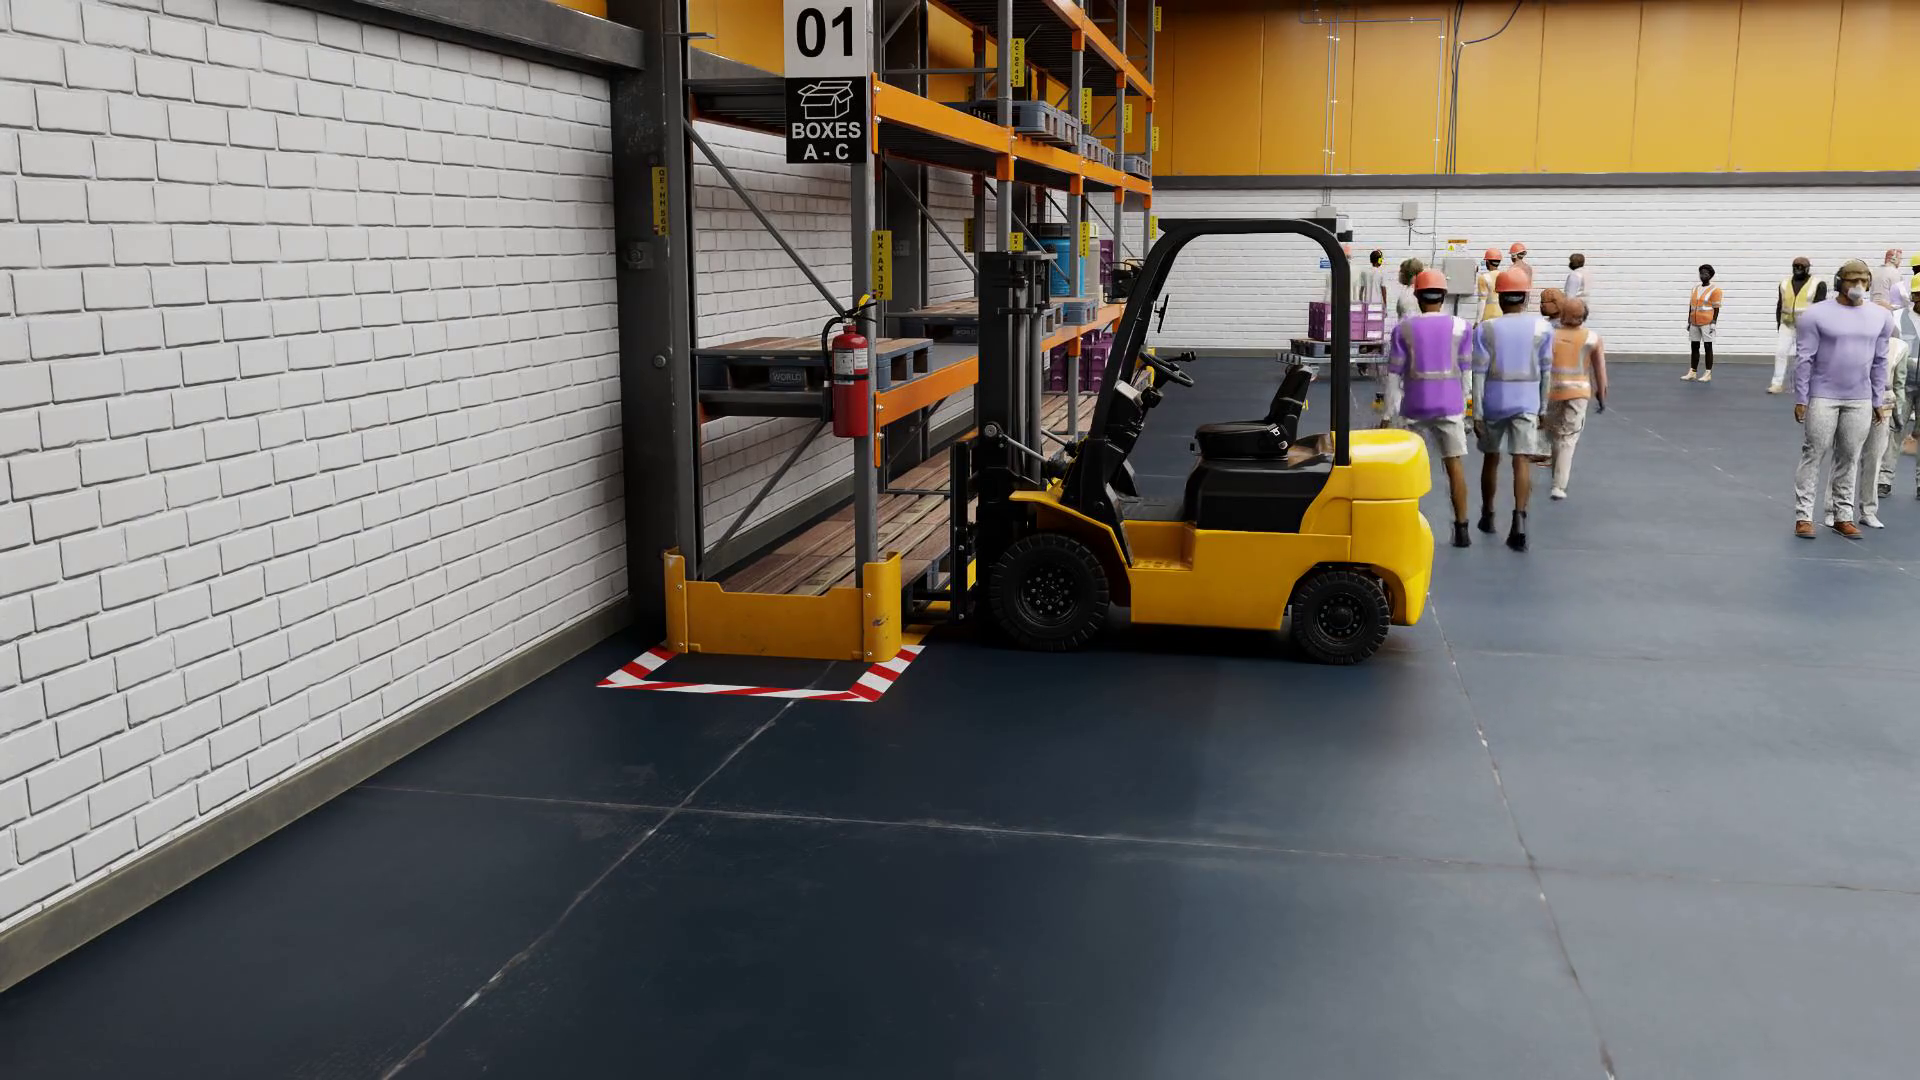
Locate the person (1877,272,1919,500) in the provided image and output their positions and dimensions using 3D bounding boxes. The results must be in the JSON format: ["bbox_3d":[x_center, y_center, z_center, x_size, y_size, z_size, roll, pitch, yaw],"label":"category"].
[{"bbox_3d":[7.619,-1.228,13.250,0.603,1.830,0.404,6,12,30],"label":"person"}]

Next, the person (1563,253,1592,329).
[{"bbox_3d":[10.071,-3.779,27.238,0.429,1.841,0.637,9,14,41],"label":"person"}]

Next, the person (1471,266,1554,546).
[{"bbox_3d":[3.776,-0.922,11.422,0.542,1.901,0.971,2,11,13],"label":"person"}]

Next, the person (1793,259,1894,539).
[{"bbox_3d":[6.109,-0.971,11.547,0.632,1.940,0.372,1,10,5],"label":"person"}]

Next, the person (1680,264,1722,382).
[{"bbox_3d":[10.752,-3.137,24.086,0.318,1.697,0.536,-5,11,-24],"label":"person"}]

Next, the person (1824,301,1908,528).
[{"bbox_3d":[6.512,-0.896,11.968,0.513,1.637,0.313,2,10,8],"label":"person"}]

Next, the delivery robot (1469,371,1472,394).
[{"bbox_3d":[6.274,-1.905,20.205,0.707,0.478,0.477,-7,13,-36],"label":"delivery robot"}]

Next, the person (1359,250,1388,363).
[{"bbox_3d":[6.913,-3.900,27.795,0.335,1.873,0.521,-10,14,-43],"label":"person"}]

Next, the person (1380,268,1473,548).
[{"bbox_3d":[3.143,-0.911,11.418,0.754,1.888,0.555,2,11,13],"label":"person"}]

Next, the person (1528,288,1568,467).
[{"bbox_3d":[5.382,-1.479,15.171,0.285,1.632,0.499,0,10,1],"label":"person"}]

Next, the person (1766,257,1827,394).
[{"bbox_3d":[11.073,-2.824,22.032,0.775,1.813,0.645,-10,14,-42],"label":"person"}]

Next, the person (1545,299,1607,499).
[{"bbox_3d":[4.936,-1.147,13.450,0.544,1.586,0.866,6,12,31],"label":"person"}]

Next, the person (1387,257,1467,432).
[{"bbox_3d":[4.638,-1.880,16.681,0.970,1.898,0.637,9,14,41],"label":"person"}]

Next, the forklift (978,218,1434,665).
[{"bbox_3d":[1.285,-0.567,8.635,2.313,2.155,1.214,2,11,11],"label":"forklift"}]

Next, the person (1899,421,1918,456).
[{"bbox_3d":[9.335,-1.715,15.544,0.616,1.982,1.068,-5,11,-24],"label":"person"}]

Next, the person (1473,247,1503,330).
[{"bbox_3d":[7.440,-3.118,23.316,0.542,1.939,0.366,-4,11,-21],"label":"person"}]

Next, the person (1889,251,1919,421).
[{"bbox_3d":[10.785,-2.292,18.815,0.590,1.930,0.358,0,10,-2],"label":"person"}]

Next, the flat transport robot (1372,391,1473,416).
[{"bbox_3d":[5.705,-1.638,19.778,1.431,0.197,0.652,10,14,42],"label":"flat transport robot"}]

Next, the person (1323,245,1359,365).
[{"bbox_3d":[6.155,-3.755,26.744,0.624,1.967,0.851,-5,11,-24],"label":"person"}]

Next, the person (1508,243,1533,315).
[{"bbox_3d":[9.134,-3.879,27.335,0.623,1.992,0.397,-8,13,-38],"label":"person"}]

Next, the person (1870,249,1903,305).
[{"bbox_3d":[14.393,-3.552,25.805,0.406,1.902,0.636,-1,10,-4],"label":"person"}]
